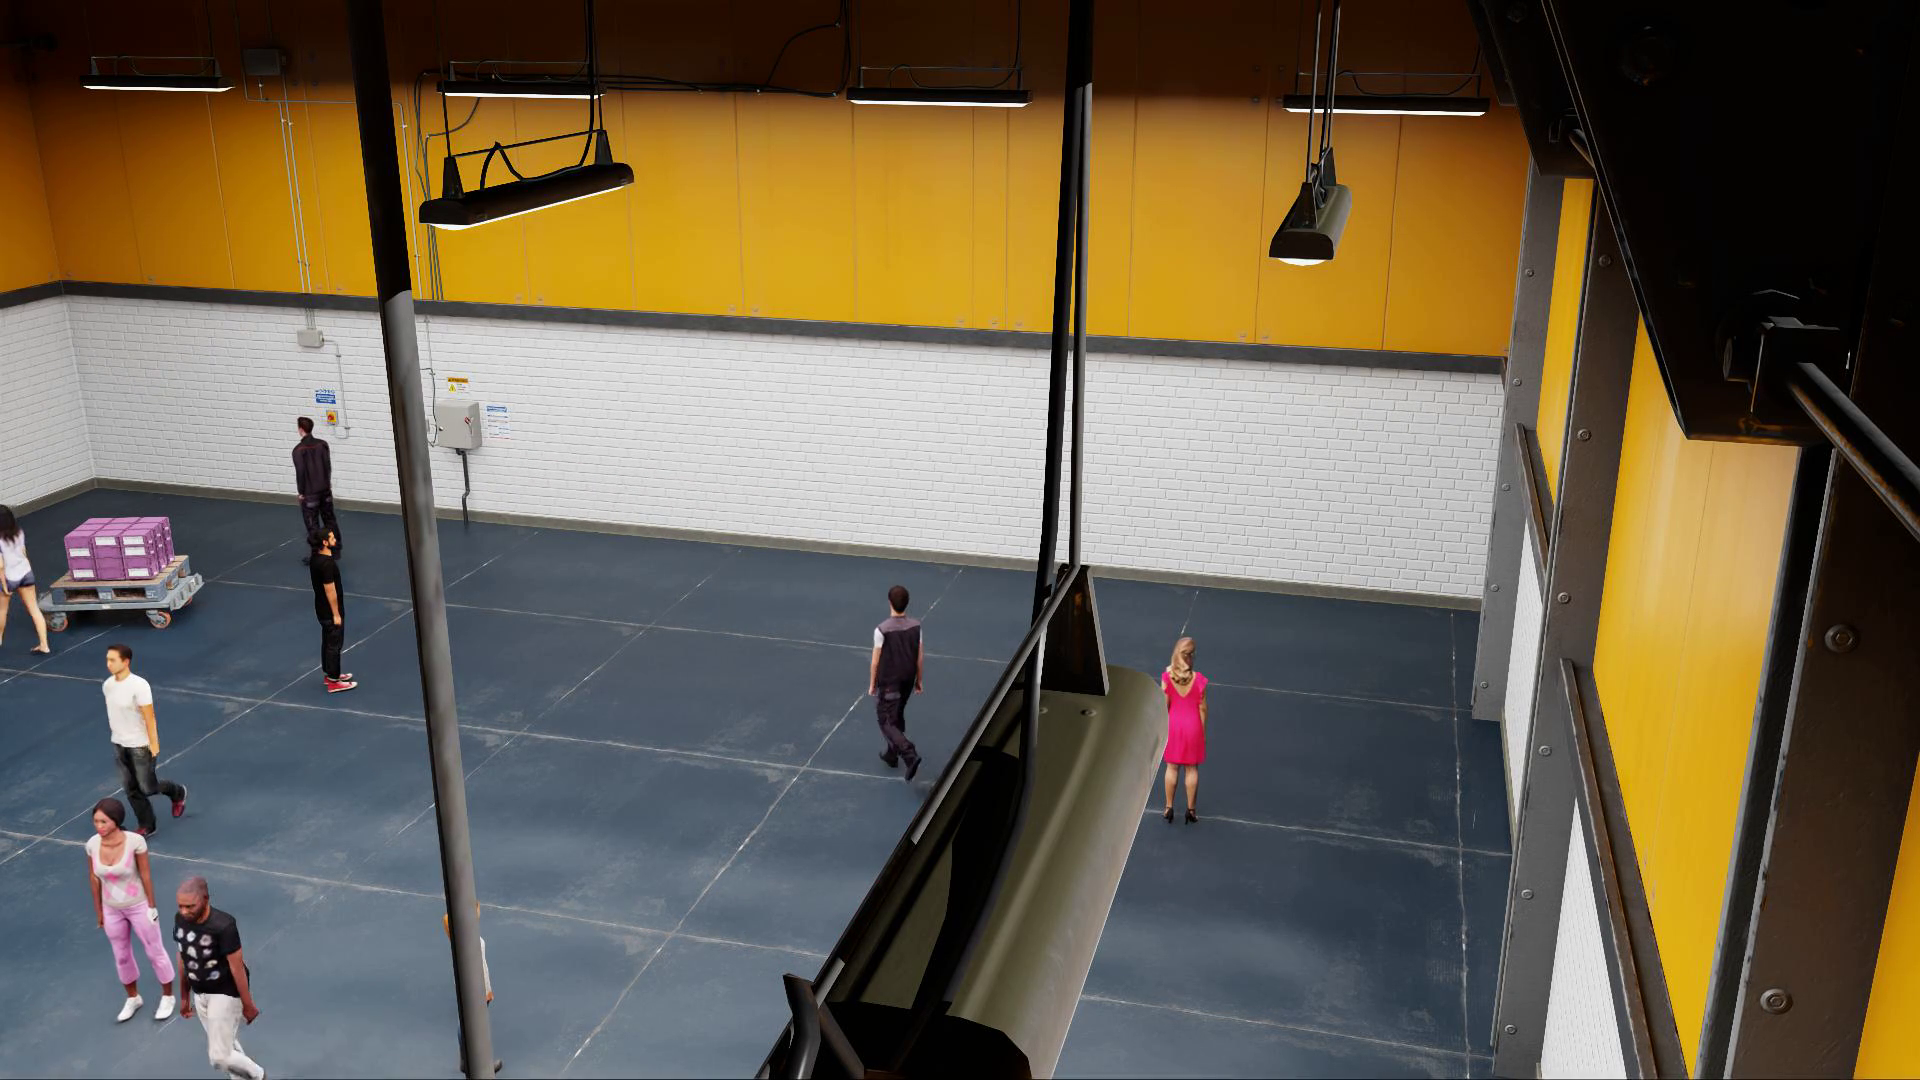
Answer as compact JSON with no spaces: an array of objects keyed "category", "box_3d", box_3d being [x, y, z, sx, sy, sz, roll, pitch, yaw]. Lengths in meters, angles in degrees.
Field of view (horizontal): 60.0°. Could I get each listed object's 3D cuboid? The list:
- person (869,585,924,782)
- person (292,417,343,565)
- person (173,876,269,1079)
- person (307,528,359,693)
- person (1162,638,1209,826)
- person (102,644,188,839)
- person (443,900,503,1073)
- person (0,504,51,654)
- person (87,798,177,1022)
[{"category":"person","box_3d":[-0.543,1.352,15.362,1.084,1.821,1.114,-12,22,-32]},{"category":"person","box_3d":[-8.194,-0.634,21.116,0.810,1.911,0.625,11,22,30]},{"category":"person","box_3d":[-4.732,2.916,10.777,0.751,1.783,0.716,8,20,23]},{"category":"person","box_3d":[-6.584,0.717,17.349,0.742,1.755,0.694,-12,22,-31]},{"category":"person","box_3d":[1.951,1.672,14.559,0.584,1.727,0.553,7,20,19]},{"category":"person","box_3d":[-7.038,1.715,14.327,0.658,1.793,0.834,6,20,18]},{"category":"person","box_3d":[-3.307,3.013,11.226,0.530,1.312,0.560,15,24,37]},{"category":"person","box_3d":[-10.272,0.459,18.219,0.806,1.690,1.062,9,21,24]},{"category":"person","box_3d":[-5.882,2.604,11.772,0.622,1.738,0.613,-1,19,-3]}]
